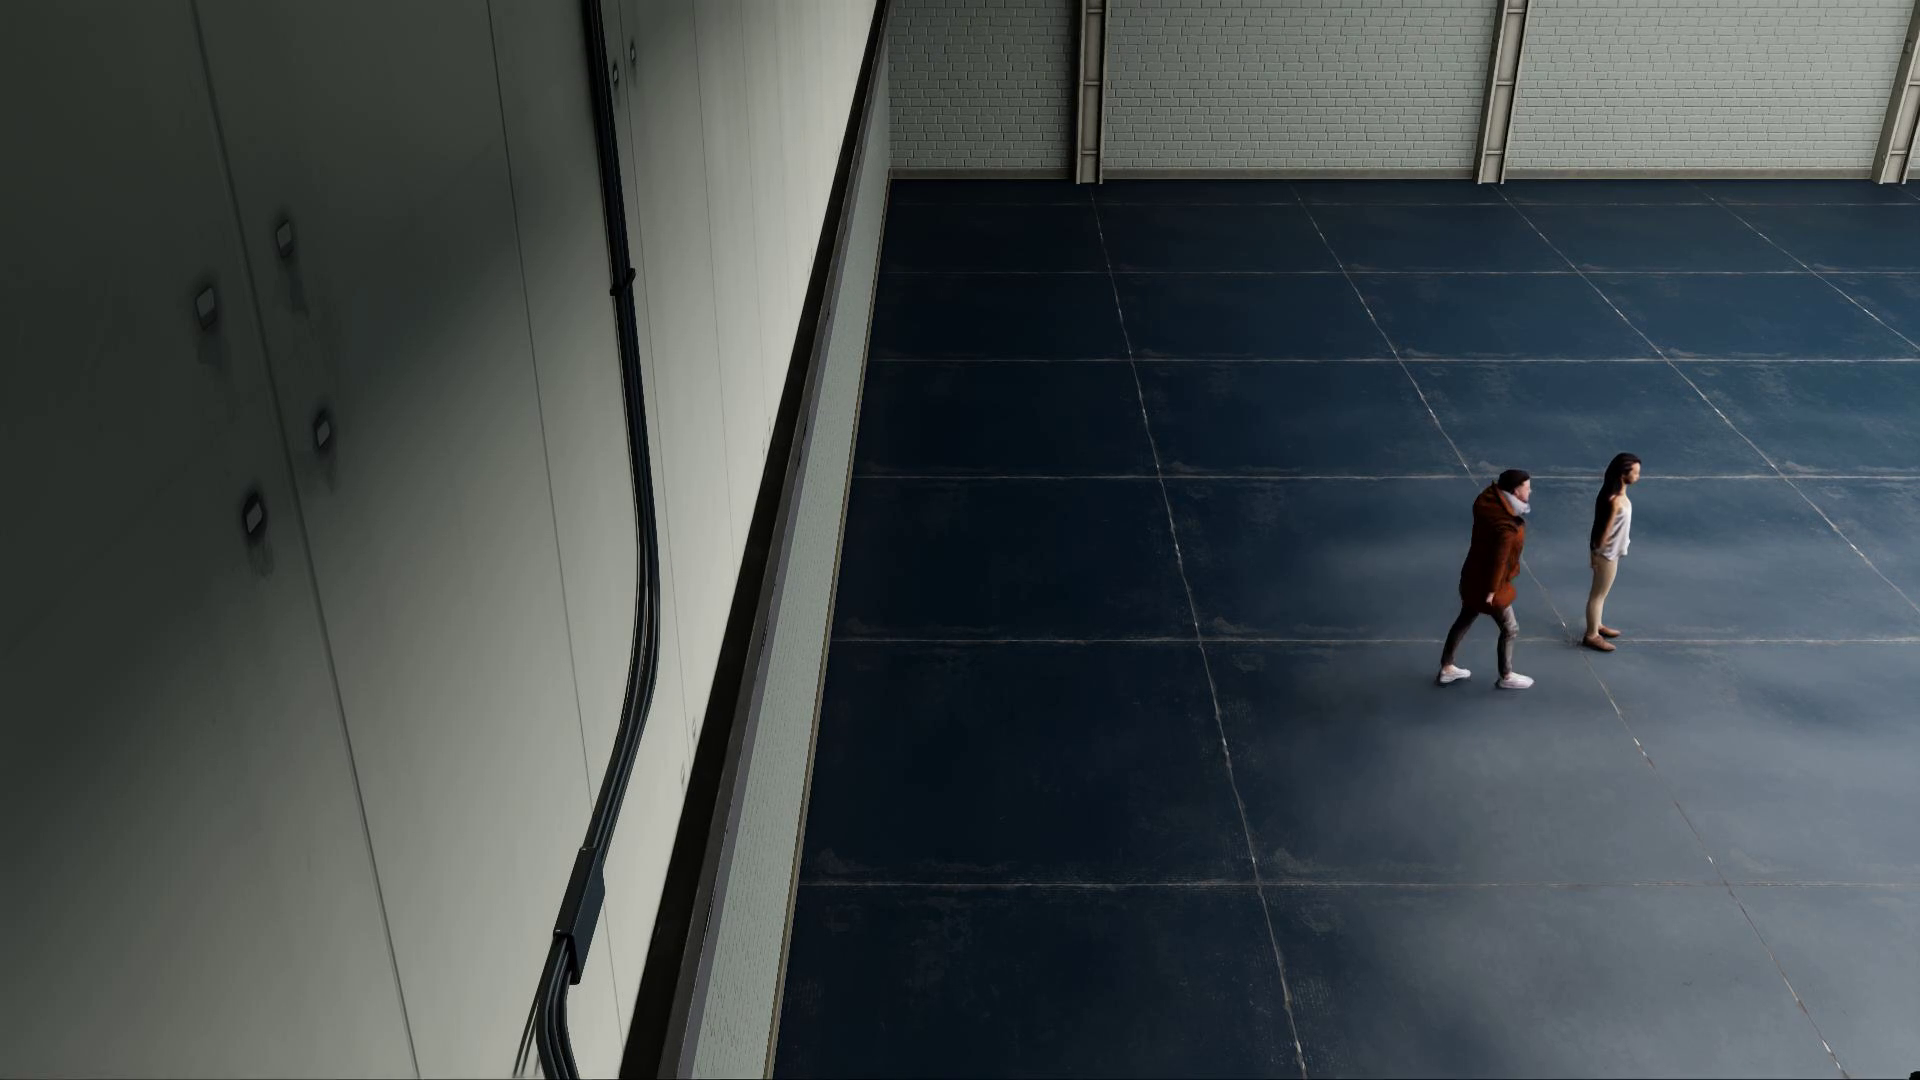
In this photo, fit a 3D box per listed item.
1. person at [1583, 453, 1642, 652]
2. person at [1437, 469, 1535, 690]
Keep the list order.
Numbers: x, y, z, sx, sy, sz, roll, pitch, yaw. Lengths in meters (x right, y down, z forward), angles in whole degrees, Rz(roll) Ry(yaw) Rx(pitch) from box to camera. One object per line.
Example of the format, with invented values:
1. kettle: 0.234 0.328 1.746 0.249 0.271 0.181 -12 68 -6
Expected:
1. person: 5.029 0.070 12.956 0.693 1.651 0.633 8 29 14
2. person: 3.831 0.321 12.321 0.950 1.805 0.779 -5 29 -10
